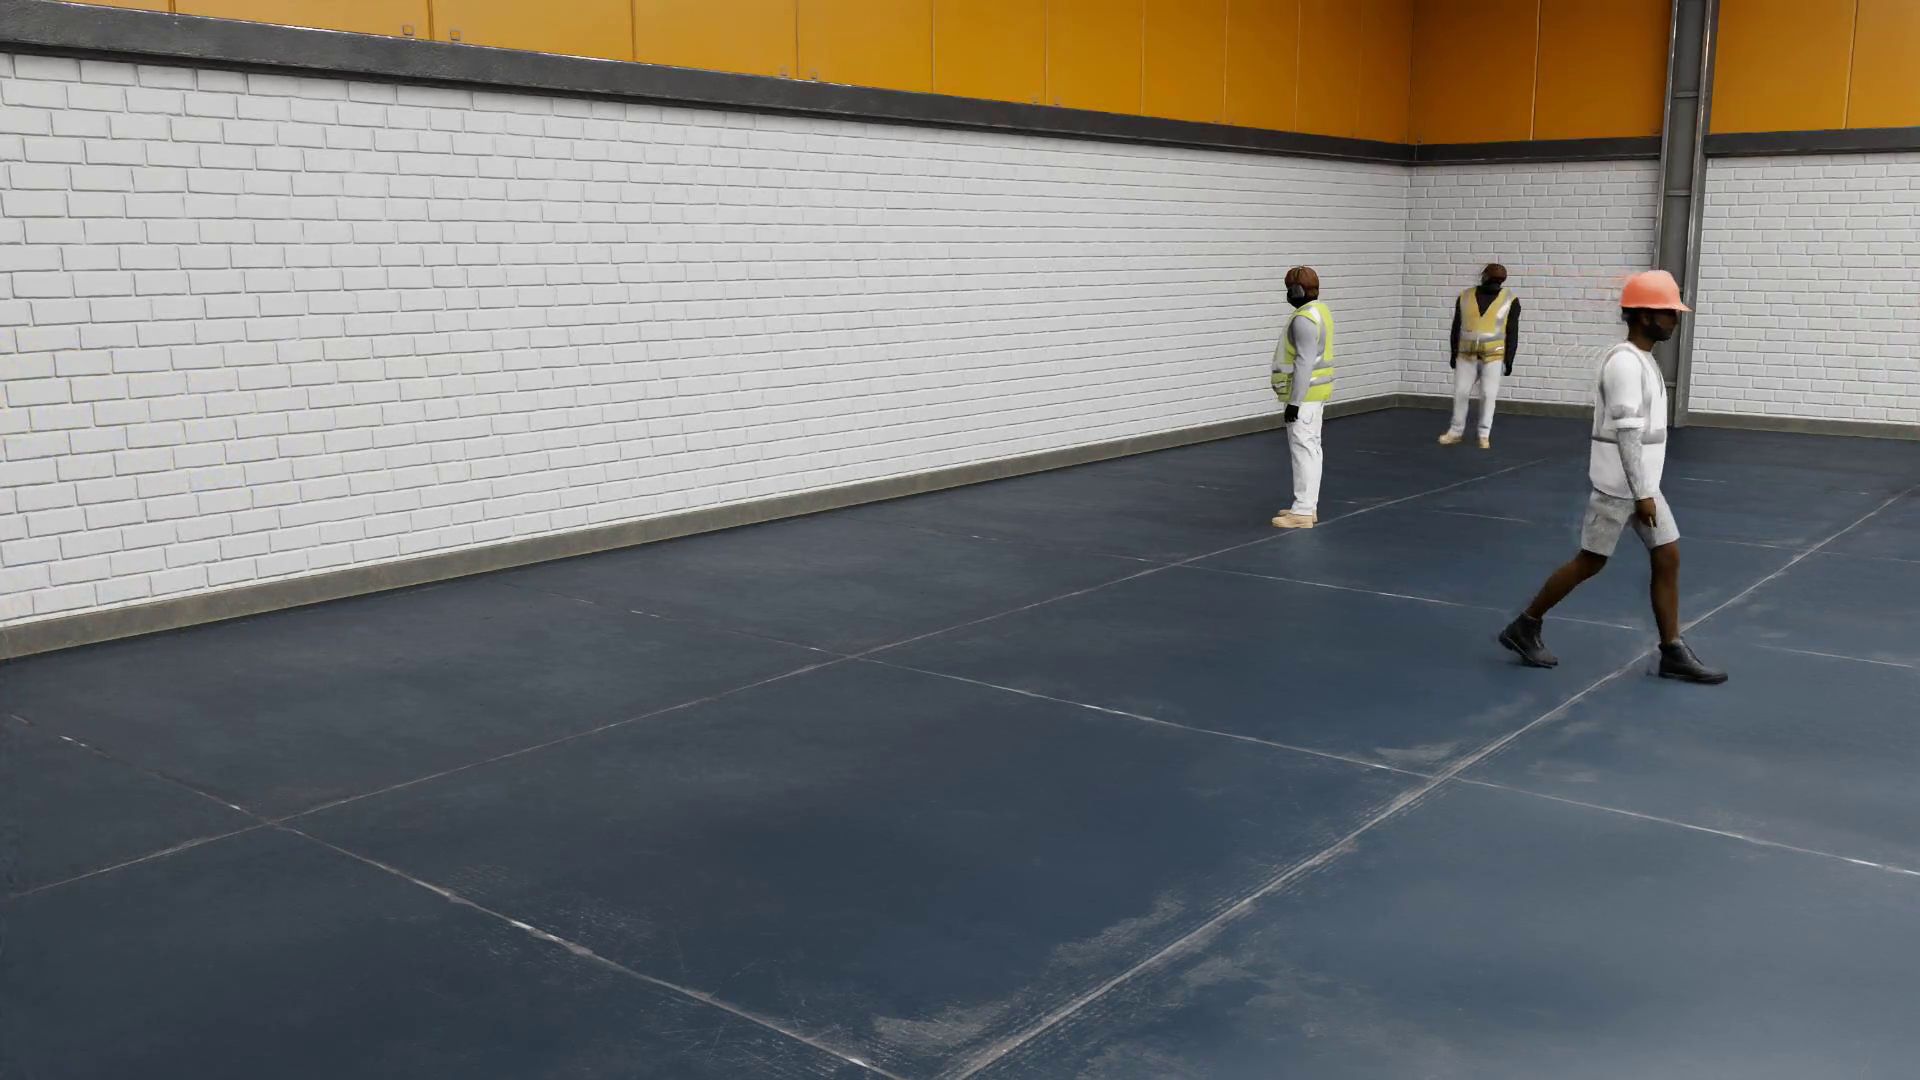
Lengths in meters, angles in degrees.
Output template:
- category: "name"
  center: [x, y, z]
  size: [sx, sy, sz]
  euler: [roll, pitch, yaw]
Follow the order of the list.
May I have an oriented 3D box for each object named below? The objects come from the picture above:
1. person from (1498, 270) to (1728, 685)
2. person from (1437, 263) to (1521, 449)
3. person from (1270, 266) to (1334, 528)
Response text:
- category: "person"
  center: [3.031, -0.293, 7.678]
  size: [0.980, 1.898, 0.546]
  euler: [7, 13, 36]
- category: "person"
  center: [5.070, -1.779, 16.155]
  size: [0.679, 1.803, 0.465]
  euler: [6, 12, 30]
- category: "person"
  center: [2.408, -1.004, 11.765]
  size: [0.430, 1.839, 0.619]
  euler: [4, 11, 22]
